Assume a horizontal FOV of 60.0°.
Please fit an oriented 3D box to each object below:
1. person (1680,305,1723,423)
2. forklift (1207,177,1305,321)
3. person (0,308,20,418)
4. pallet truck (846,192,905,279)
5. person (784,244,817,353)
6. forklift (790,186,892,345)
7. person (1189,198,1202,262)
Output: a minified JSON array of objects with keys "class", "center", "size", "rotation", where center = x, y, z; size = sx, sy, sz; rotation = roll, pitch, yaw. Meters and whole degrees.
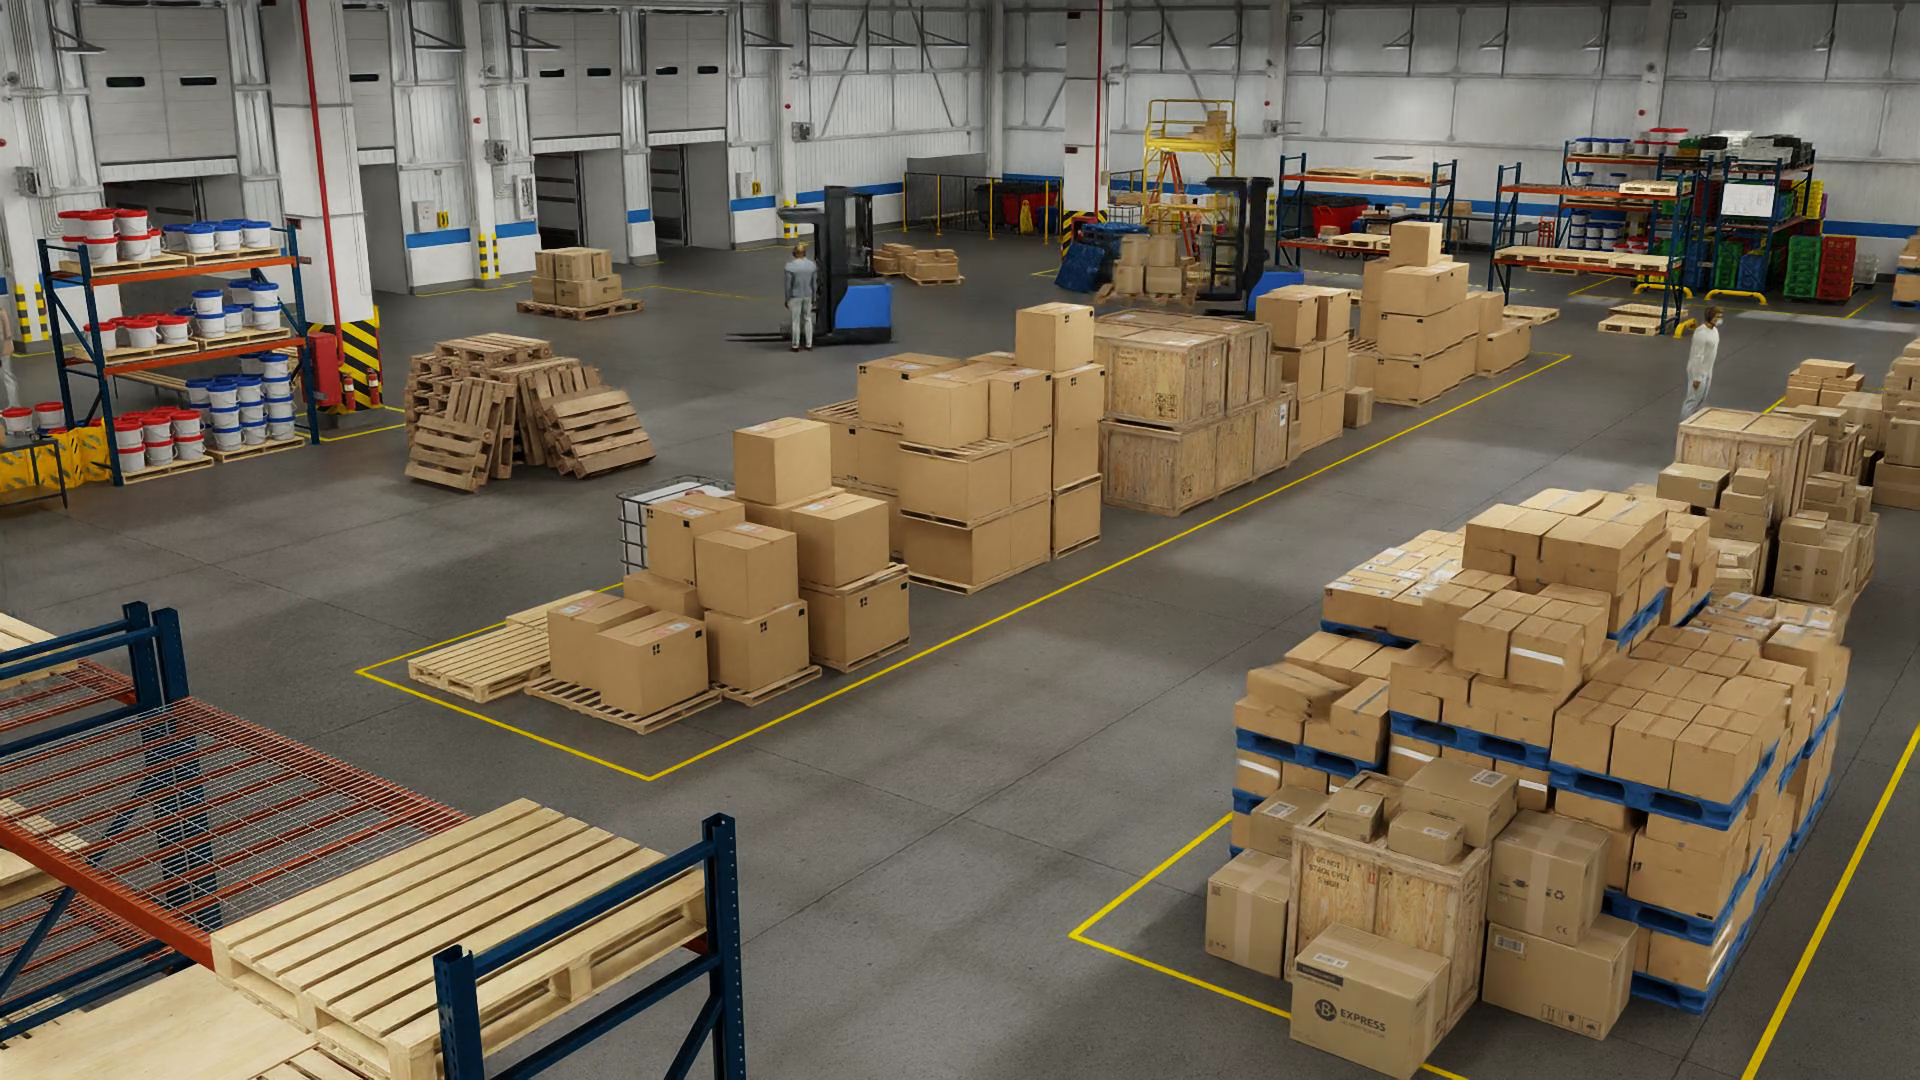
[{"class":"person","center":[10.245,-2.287,22.977],"size":[0.378,1.930,0.624],"rotation":[13,21,37]},{"class":"forklift","center":[5.812,-5.651,32.486],"size":[1.873,2.768,1.129],"rotation":[3,17,10]},{"class":"person","center":[-14.196,-2.778,24.596],"size":[0.364,1.927,0.587],"rotation":[-7,18,-22]},{"class":"pallet truck","center":[-1.936,-7.159,38.982],"size":[1.885,1.965,0.823],"rotation":[-12,21,-34]},{"class":"person","center":[-2.838,-4.310,29.674],"size":[0.634,1.930,0.384],"rotation":[-9,19,-28]},{"class":"forklift","center":[-2.251,-5.068,30.557],"size":[1.873,2.768,1.129],"rotation":[-3,17,-10]},{"class":"person","center":[5.724,-7.461,40.489],"size":[0.317,1.700,0.538],"rotation":[-2,17,-7]}]
